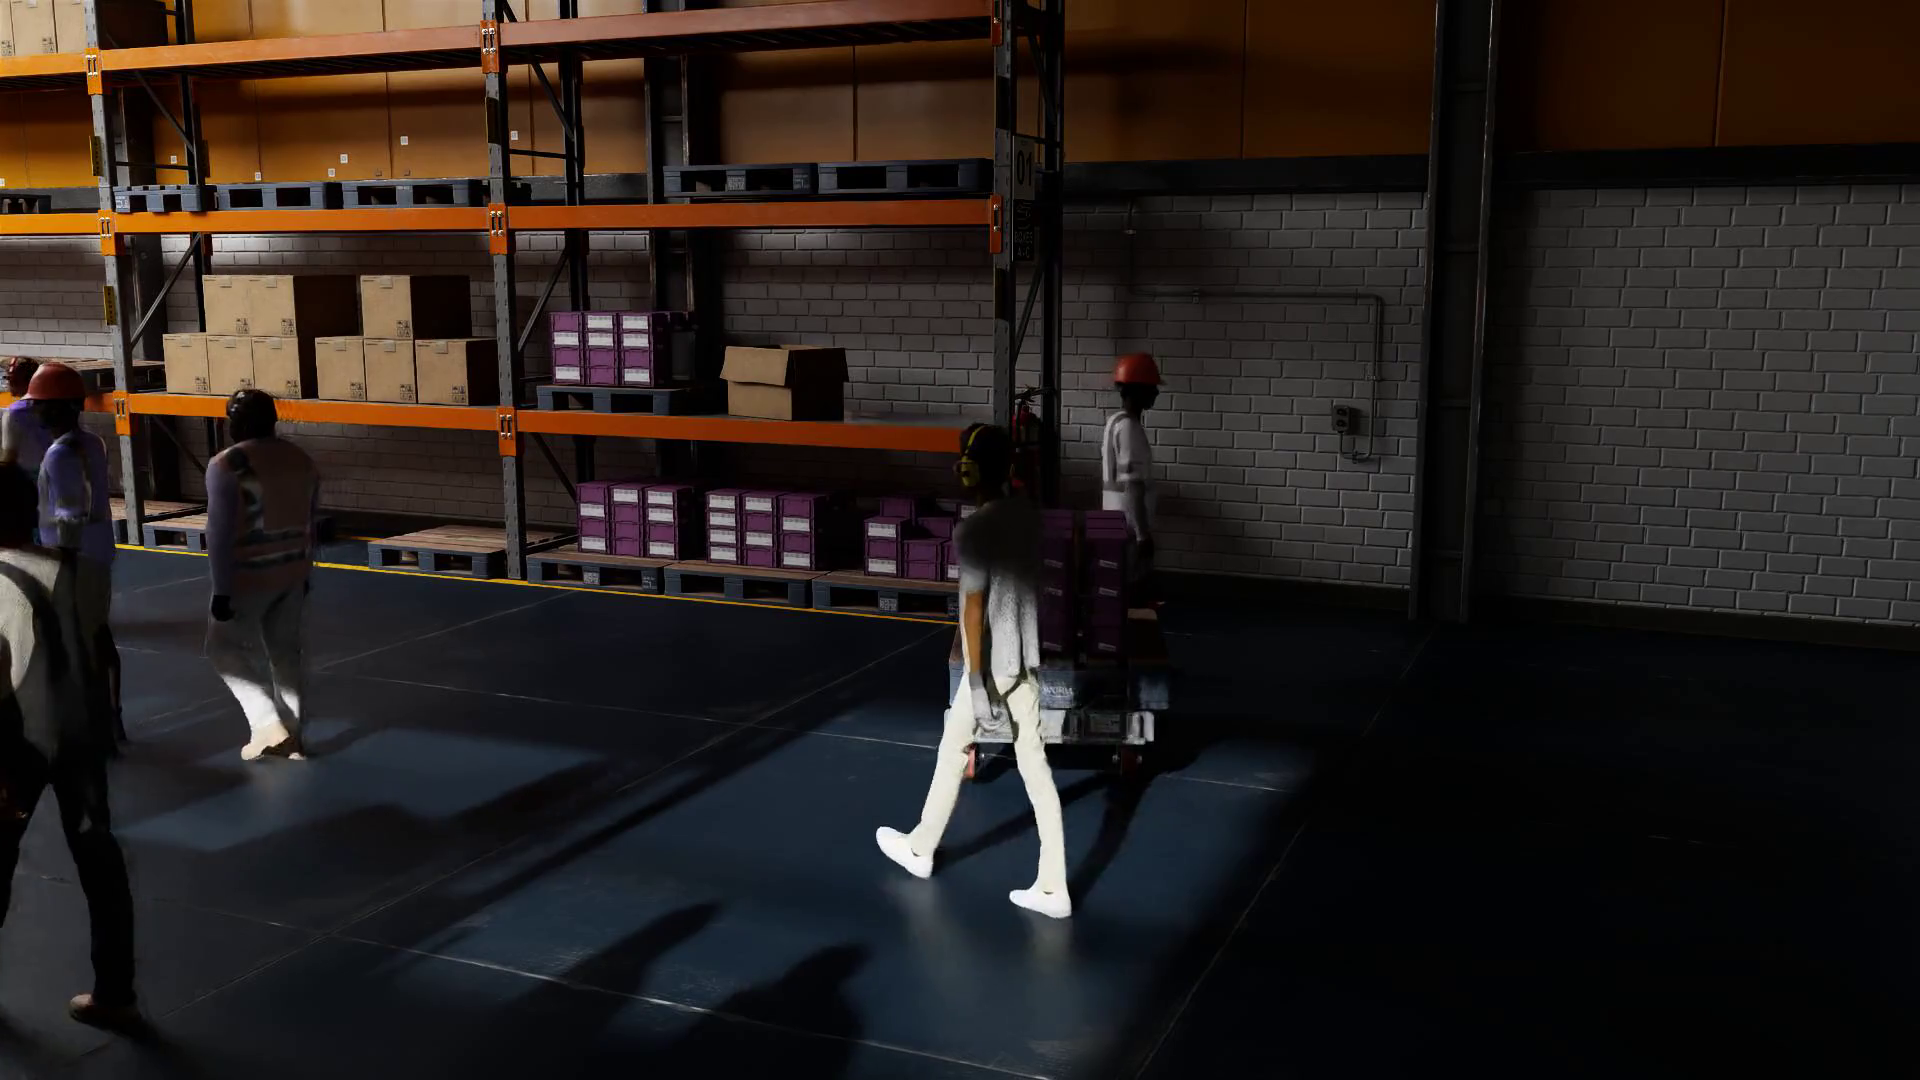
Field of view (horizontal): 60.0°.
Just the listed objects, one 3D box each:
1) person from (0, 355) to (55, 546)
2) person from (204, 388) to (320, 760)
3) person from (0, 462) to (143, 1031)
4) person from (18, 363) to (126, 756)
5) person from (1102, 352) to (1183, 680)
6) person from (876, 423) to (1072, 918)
[{"bbox_3d":[-6.031,-0.292,10.889,0.469,1.822,0.558,0,9,-3],"label":"person"},{"bbox_3d":[-3.368,0.182,8.026,0.457,1.824,0.650,5,11,26],"label":"person"},{"bbox_3d":[-2.993,0.648,5.300,0.926,1.801,0.514,5,11,28],"label":"person"},{"bbox_3d":[-4.343,0.105,8.151,0.358,1.938,0.542,-2,10,-13],"label":"person"},{"bbox_3d":[0.961,-0.102,9.492,0.572,1.947,0.550,1,9,3],"label":"person"},{"bbox_3d":[0.086,0.469,6.309,0.505,1.819,0.972,-9,13,-43],"label":"person"}]
